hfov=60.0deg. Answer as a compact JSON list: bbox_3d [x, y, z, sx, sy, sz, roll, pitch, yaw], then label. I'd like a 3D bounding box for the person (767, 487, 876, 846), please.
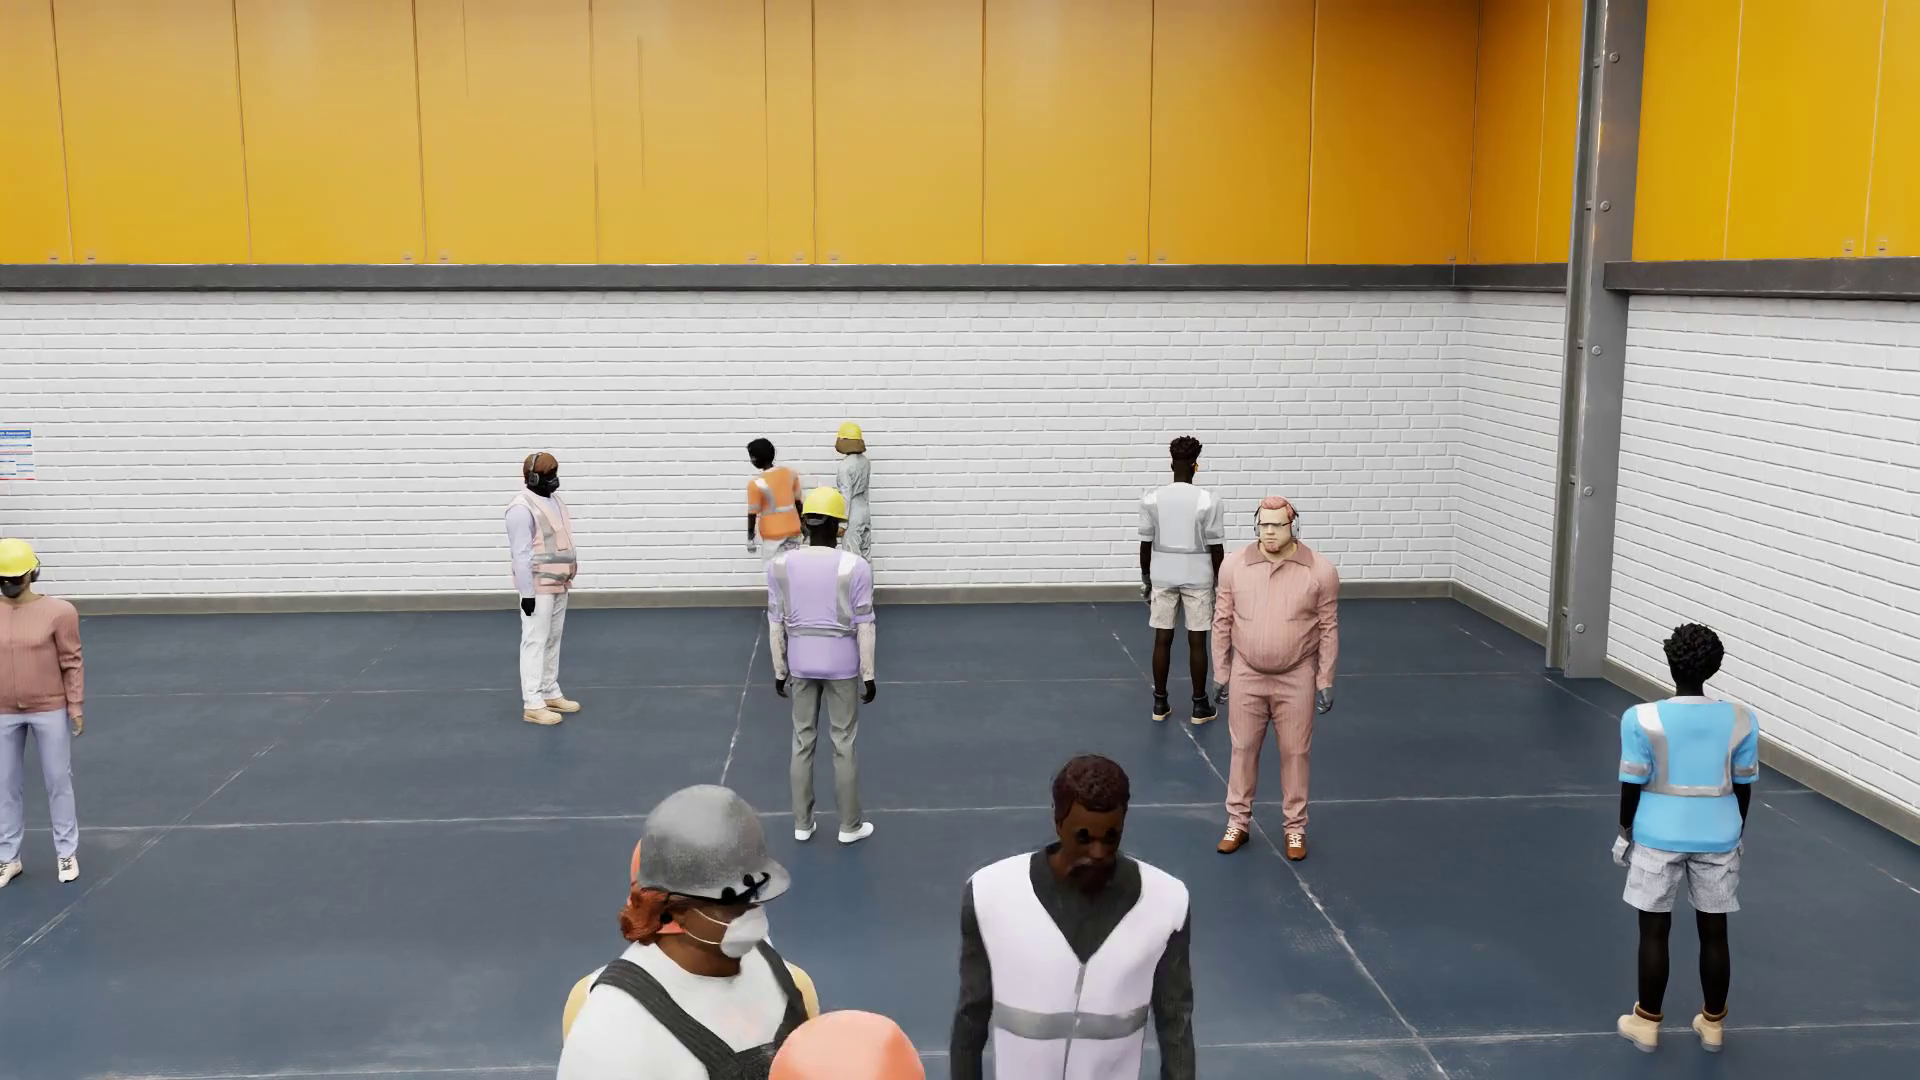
[{"bbox_3d":[-0.724,0.674,8.873,0.585,1.917,0.382,2,9,13],"label":"person"}]

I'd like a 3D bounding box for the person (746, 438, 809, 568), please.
[{"bbox_3d":[-1.576,-0.056,14.250,0.416,1.659,0.587,7,12,39],"label":"person"}]

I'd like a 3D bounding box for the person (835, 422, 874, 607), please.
[{"bbox_3d":[-0.963,-0.180,14.778,0.301,1.745,0.483,4,10,23],"label":"person"}]

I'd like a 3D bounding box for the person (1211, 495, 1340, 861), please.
[{"bbox_3d":[1.624,0.714,8.656,0.655,1.906,0.407,3,10,18],"label":"person"}]

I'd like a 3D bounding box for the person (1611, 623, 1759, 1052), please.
[{"bbox_3d":[2.814,1.164,6.483,0.534,1.697,0.322,1,9,4],"label":"person"}]

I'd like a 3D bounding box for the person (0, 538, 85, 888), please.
[{"bbox_3d":[-4.627,0.854,8.248,0.526,1.758,0.340,-2,9,-14],"label":"person"}]

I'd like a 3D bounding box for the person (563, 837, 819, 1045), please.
[{"bbox_3d":[-0.560,1.511,3.552,0.550,1.935,0.375,-2,9,-11],"label":"person"}]

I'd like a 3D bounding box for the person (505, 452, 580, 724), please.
[{"bbox_3d":[-2.827,0.317,11.349,0.429,1.842,0.637,2,9,10],"label":"person"}]

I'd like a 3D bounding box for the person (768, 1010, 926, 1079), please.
[{"bbox_3d":[-0.280,1.656,2.715,0.587,1.913,0.547,3,10,18],"label":"person"}]

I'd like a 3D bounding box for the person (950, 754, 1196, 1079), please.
[{"bbox_3d":[0.290,1.453,4.125,0.610,1.866,0.985,-1,9,-7],"label":"person"}]

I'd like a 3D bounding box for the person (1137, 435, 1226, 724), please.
[{"bbox_3d":[1.508,0.269,11.282,0.603,1.959,0.374,4,10,22],"label":"person"}]
